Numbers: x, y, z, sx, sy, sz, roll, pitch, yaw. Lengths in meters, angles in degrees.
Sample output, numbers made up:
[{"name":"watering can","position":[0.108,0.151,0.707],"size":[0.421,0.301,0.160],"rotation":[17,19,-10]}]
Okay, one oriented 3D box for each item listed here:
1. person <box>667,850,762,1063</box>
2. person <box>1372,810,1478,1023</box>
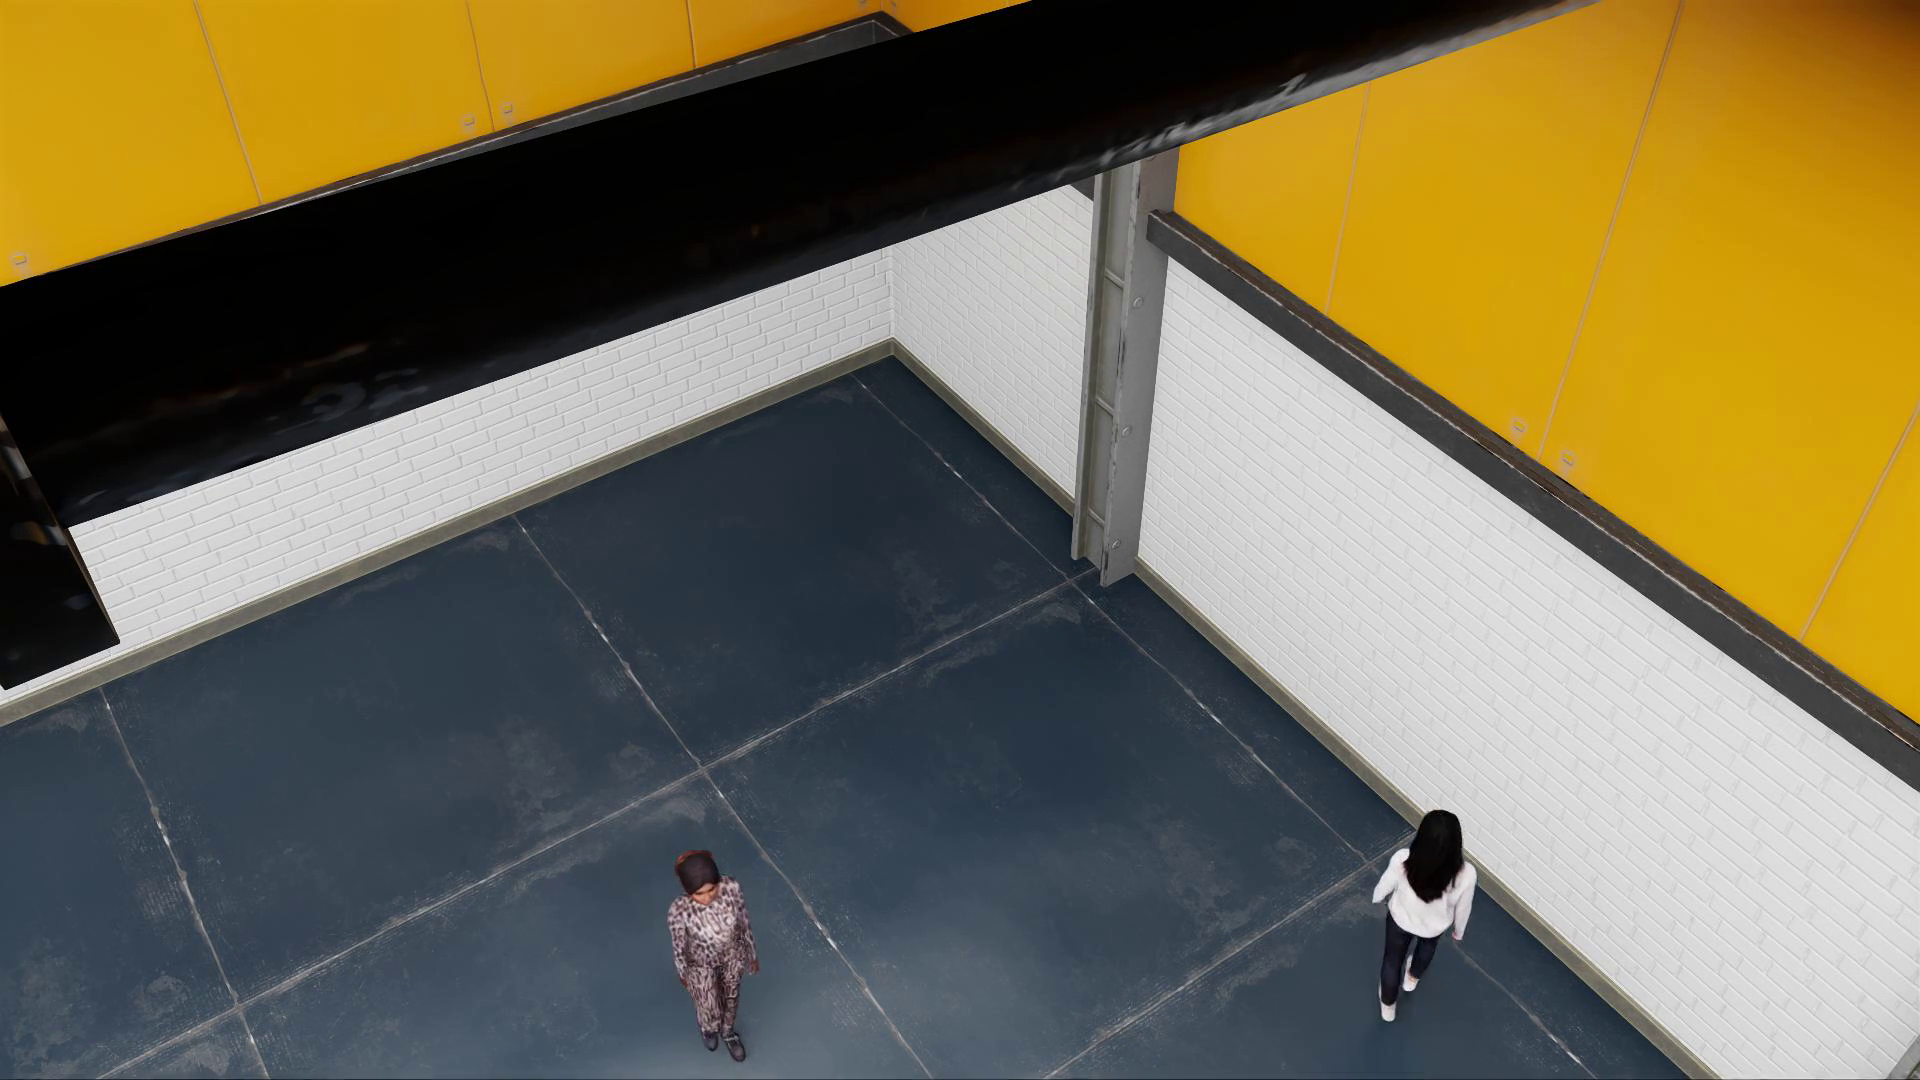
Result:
[{"name":"person","position":[-1.319,2.152,8.799],"size":[0.577,1.706,0.629],"rotation":[-22,48,-22]},{"name":"person","position":[2.446,2.076,8.889],"size":[0.810,1.692,0.872],"rotation":[9,44,9]}]
